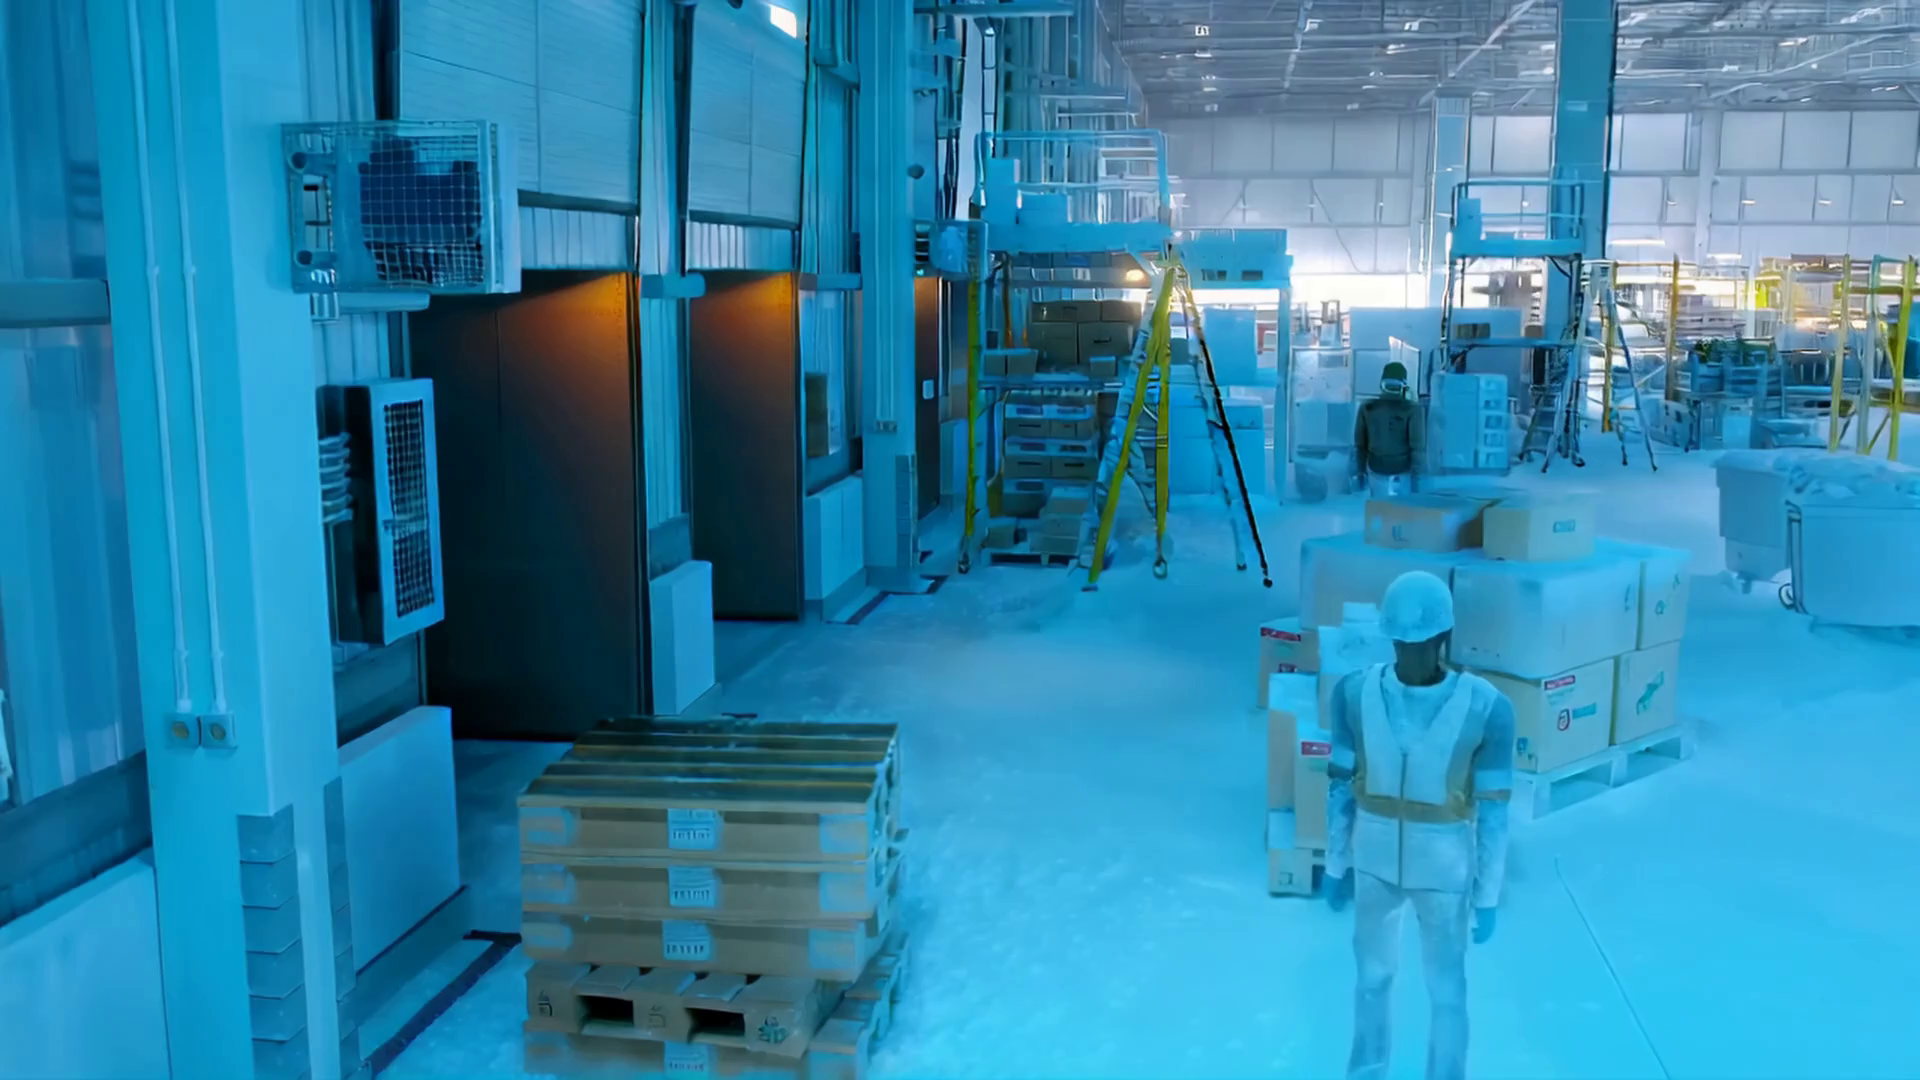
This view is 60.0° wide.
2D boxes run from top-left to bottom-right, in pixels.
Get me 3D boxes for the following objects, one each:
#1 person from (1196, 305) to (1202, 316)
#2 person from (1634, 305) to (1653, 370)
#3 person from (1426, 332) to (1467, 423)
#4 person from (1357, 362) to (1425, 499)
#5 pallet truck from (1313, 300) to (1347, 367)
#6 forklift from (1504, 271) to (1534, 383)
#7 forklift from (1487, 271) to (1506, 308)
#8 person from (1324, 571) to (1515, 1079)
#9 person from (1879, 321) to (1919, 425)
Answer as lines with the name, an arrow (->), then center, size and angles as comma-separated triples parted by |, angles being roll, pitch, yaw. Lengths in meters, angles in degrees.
person -> 6.348, -5.337, 44.628 | 0.576, 1.919, 0.535 | 6, 11, 32
person -> 18.513, -5.446, 45.300 | 0.665, 1.914, 0.723 | 4, 10, 25
person -> 7.980, -2.511, 27.333 | 0.673, 1.878, 0.391 | 4, 10, 26
person -> 4.036, -0.665, 15.590 | 0.611, 1.996, 0.379 | 1, 9, 8
pallet truck -> 11.159, -6.200, 49.718 | 0.823, 1.965, 1.885 | 4, 10, 26
forklift -> 13.933, -5.319, 41.568 | 1.873, 2.768, 1.129 | -1, 9, -6
forklift -> 14.713, -5.935, 45.369 | 1.873, 2.768, 1.129 | -3, 10, -18
person -> 1.442, 1.040, 5.307 | 0.586, 1.920, 0.398 | 6, 11, 32
person -> 17.406, -3.081, 30.739 | 0.666, 1.909, 0.791 | 7, 12, 37
